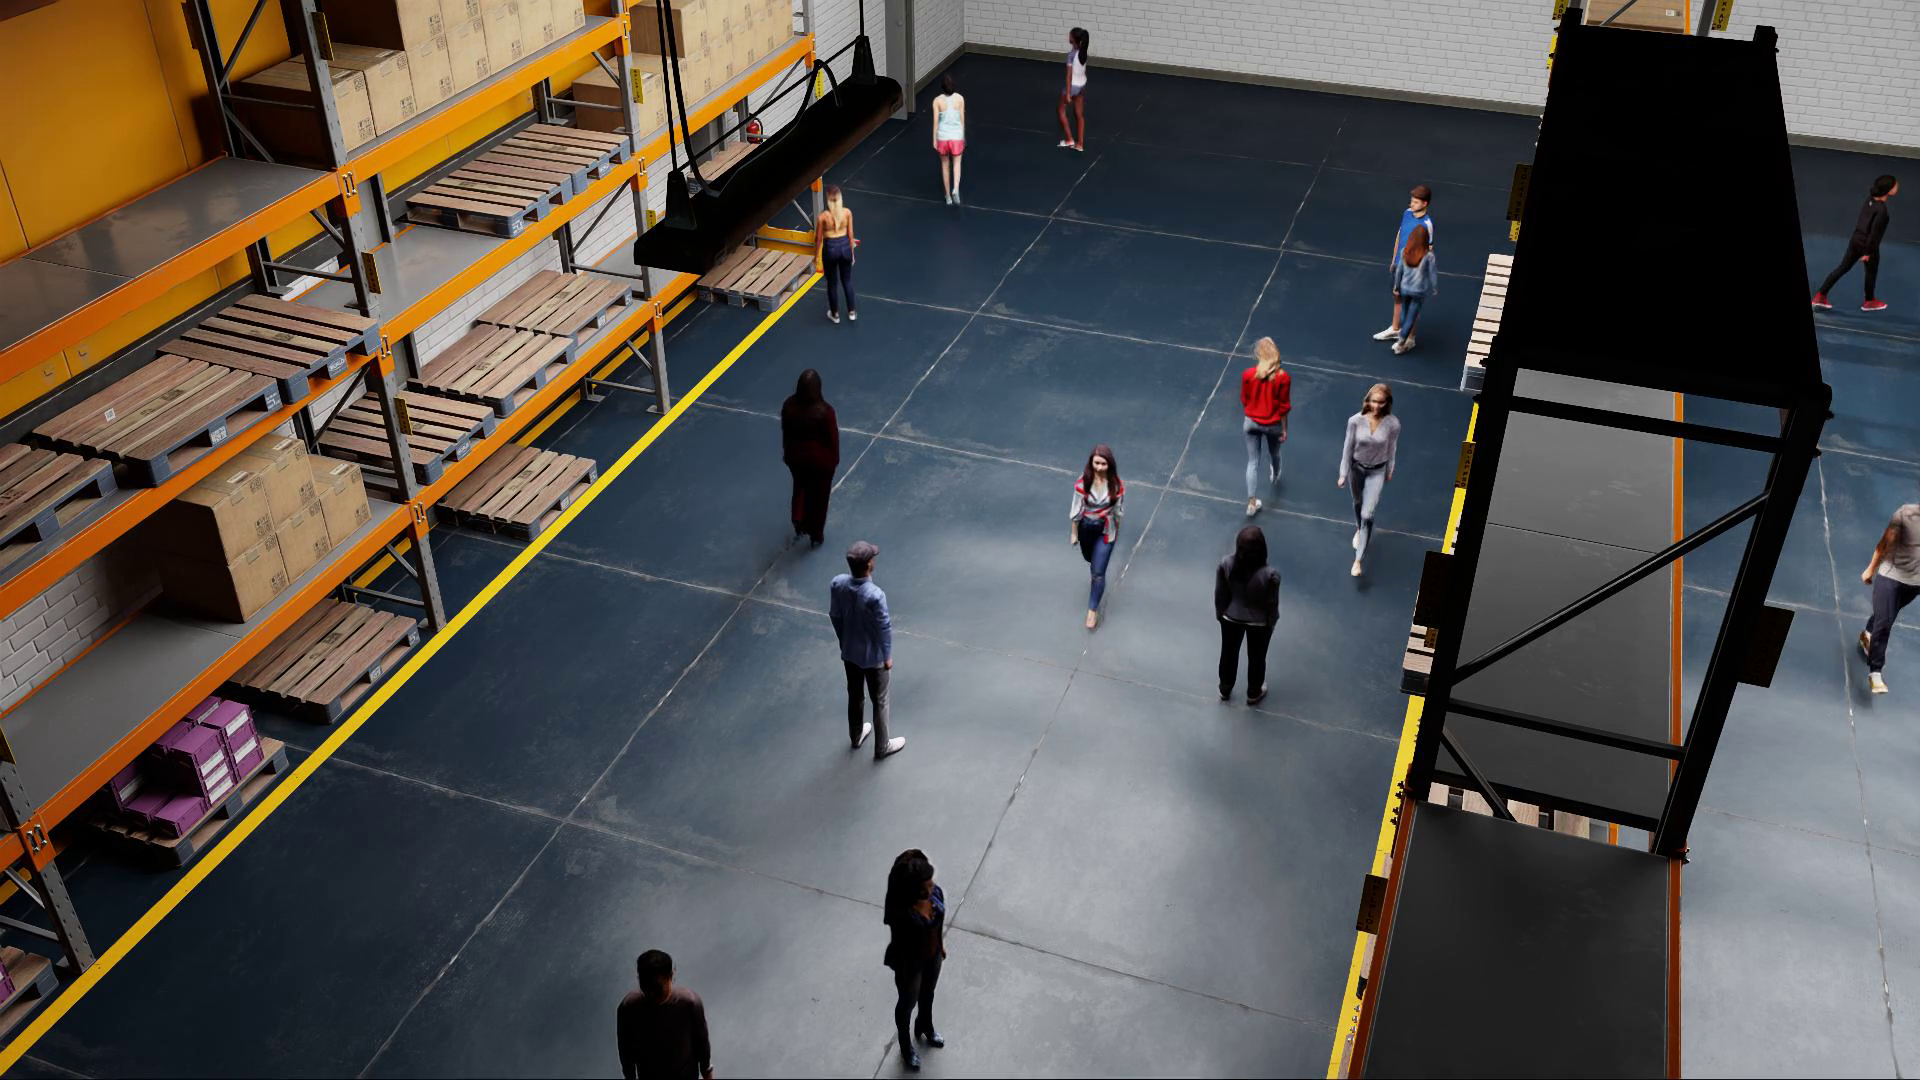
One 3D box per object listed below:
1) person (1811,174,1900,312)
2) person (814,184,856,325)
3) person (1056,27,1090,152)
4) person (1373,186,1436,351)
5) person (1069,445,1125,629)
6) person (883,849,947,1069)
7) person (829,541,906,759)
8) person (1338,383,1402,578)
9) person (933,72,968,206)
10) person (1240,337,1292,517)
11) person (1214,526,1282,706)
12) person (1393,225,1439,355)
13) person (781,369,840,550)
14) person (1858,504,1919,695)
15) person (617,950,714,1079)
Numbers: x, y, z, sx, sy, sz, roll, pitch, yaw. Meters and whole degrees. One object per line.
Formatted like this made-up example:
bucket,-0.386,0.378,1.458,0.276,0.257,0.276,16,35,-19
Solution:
person,10.146,-3.333,18.814,0.934,1.640,1.094,-1,34,-1
person,-1.378,-3.178,18.594,0.687,1.625,0.741,-13,36,-19
person,1.666,-6.237,23.119,0.777,1.709,0.675,23,40,31
person,4.899,-2.976,18.072,0.797,1.866,0.741,-15,36,-21
person,1.161,-0.122,14.037,0.702,1.579,1.098,7,34,10
person,-0.256,2.515,10.036,0.746,1.617,0.616,27,42,34
person,-0.702,0.813,12.355,0.701,1.885,0.654,20,39,28
person,3.575,-0.625,14.638,0.589,1.752,1.109,12,35,17
person,-0.116,-5.113,21.391,0.793,1.752,0.946,-2,34,-3
person,2.745,-1.002,15.296,0.704,1.651,1.085,11,35,16
person,2.238,0.583,12.957,0.675,1.600,0.653,14,36,20
person,4.878,-2.687,18.001,0.738,1.464,0.847,28,43,35
person,-1.360,-0.672,14.712,0.674,1.748,0.675,10,35,15
person,7.480,0.248,13.241,0.818,1.844,1.249,6,34,9
person,-1.619,2.934,9.270,0.713,1.767,0.673,1,34,2
